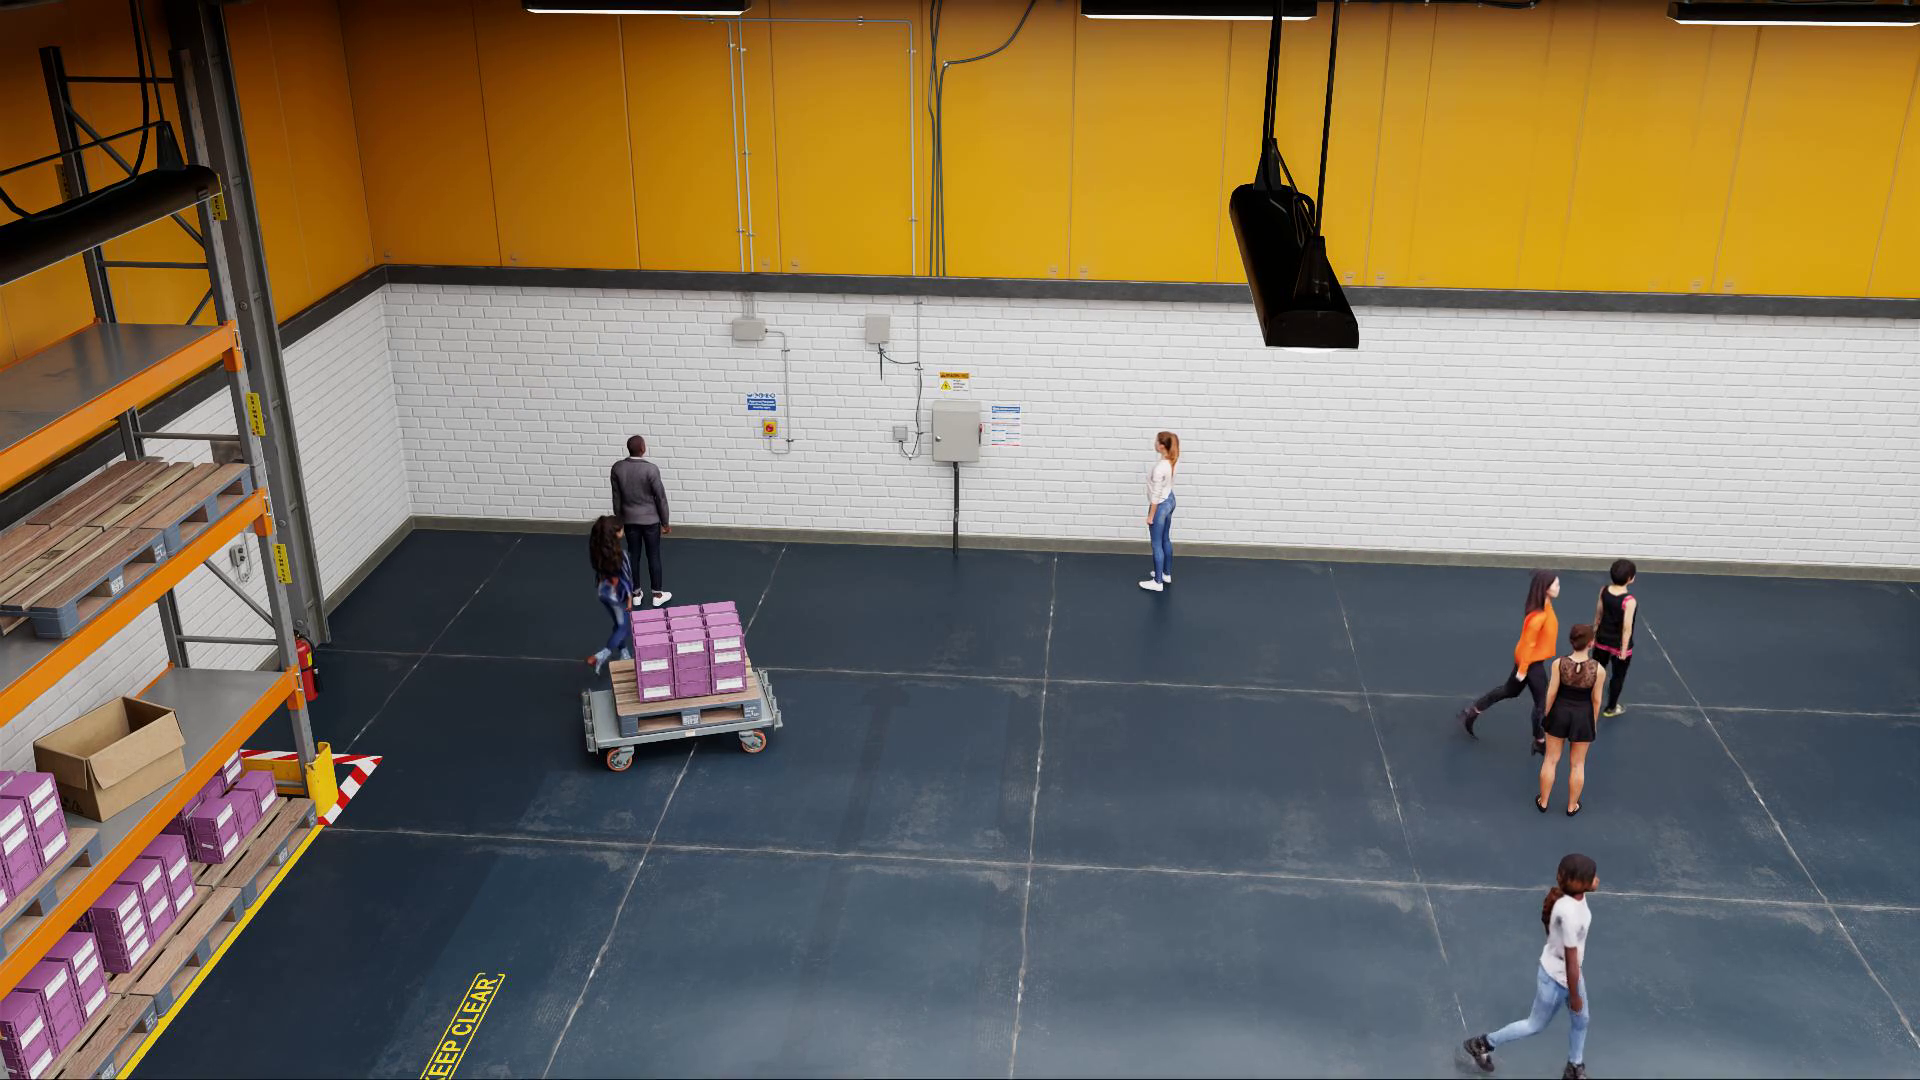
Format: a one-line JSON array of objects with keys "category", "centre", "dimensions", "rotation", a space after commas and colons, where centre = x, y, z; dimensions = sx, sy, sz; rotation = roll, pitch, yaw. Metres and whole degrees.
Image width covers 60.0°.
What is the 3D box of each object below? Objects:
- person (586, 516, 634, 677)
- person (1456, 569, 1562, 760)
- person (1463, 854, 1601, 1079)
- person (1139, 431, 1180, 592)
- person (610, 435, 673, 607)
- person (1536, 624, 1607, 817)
[{"category": "person", "centre": [-3.225, 0.552, 15.332], "dimensions": [0.875, 1.607, 1.005], "rotation": [15, 28, 30]}, {"category": "person", "centre": [4.735, 1.035, 14.090], "dimensions": [0.920, 1.717, 1.143], "rotation": [9, 25, 20]}, {"category": "person", "centre": [3.631, 2.699, 10.320], "dimensions": [0.912, 1.689, 1.112], "rotation": [11, 26, 23]}, {"category": "person", "centre": [2.088, -0.317, 17.179], "dimensions": [0.746, 1.721, 0.618], "rotation": [13, 27, 27]}, {"category": "person", "centre": [-3.224, -0.195, 16.780], "dimensions": [0.747, 1.817, 0.602], "rotation": [4, 24, 10]}, {"category": "person", "centre": [4.862, 1.422, 13.256], "dimensions": [0.639, 1.677, 0.638], "rotation": [9, 25, 19]}]
